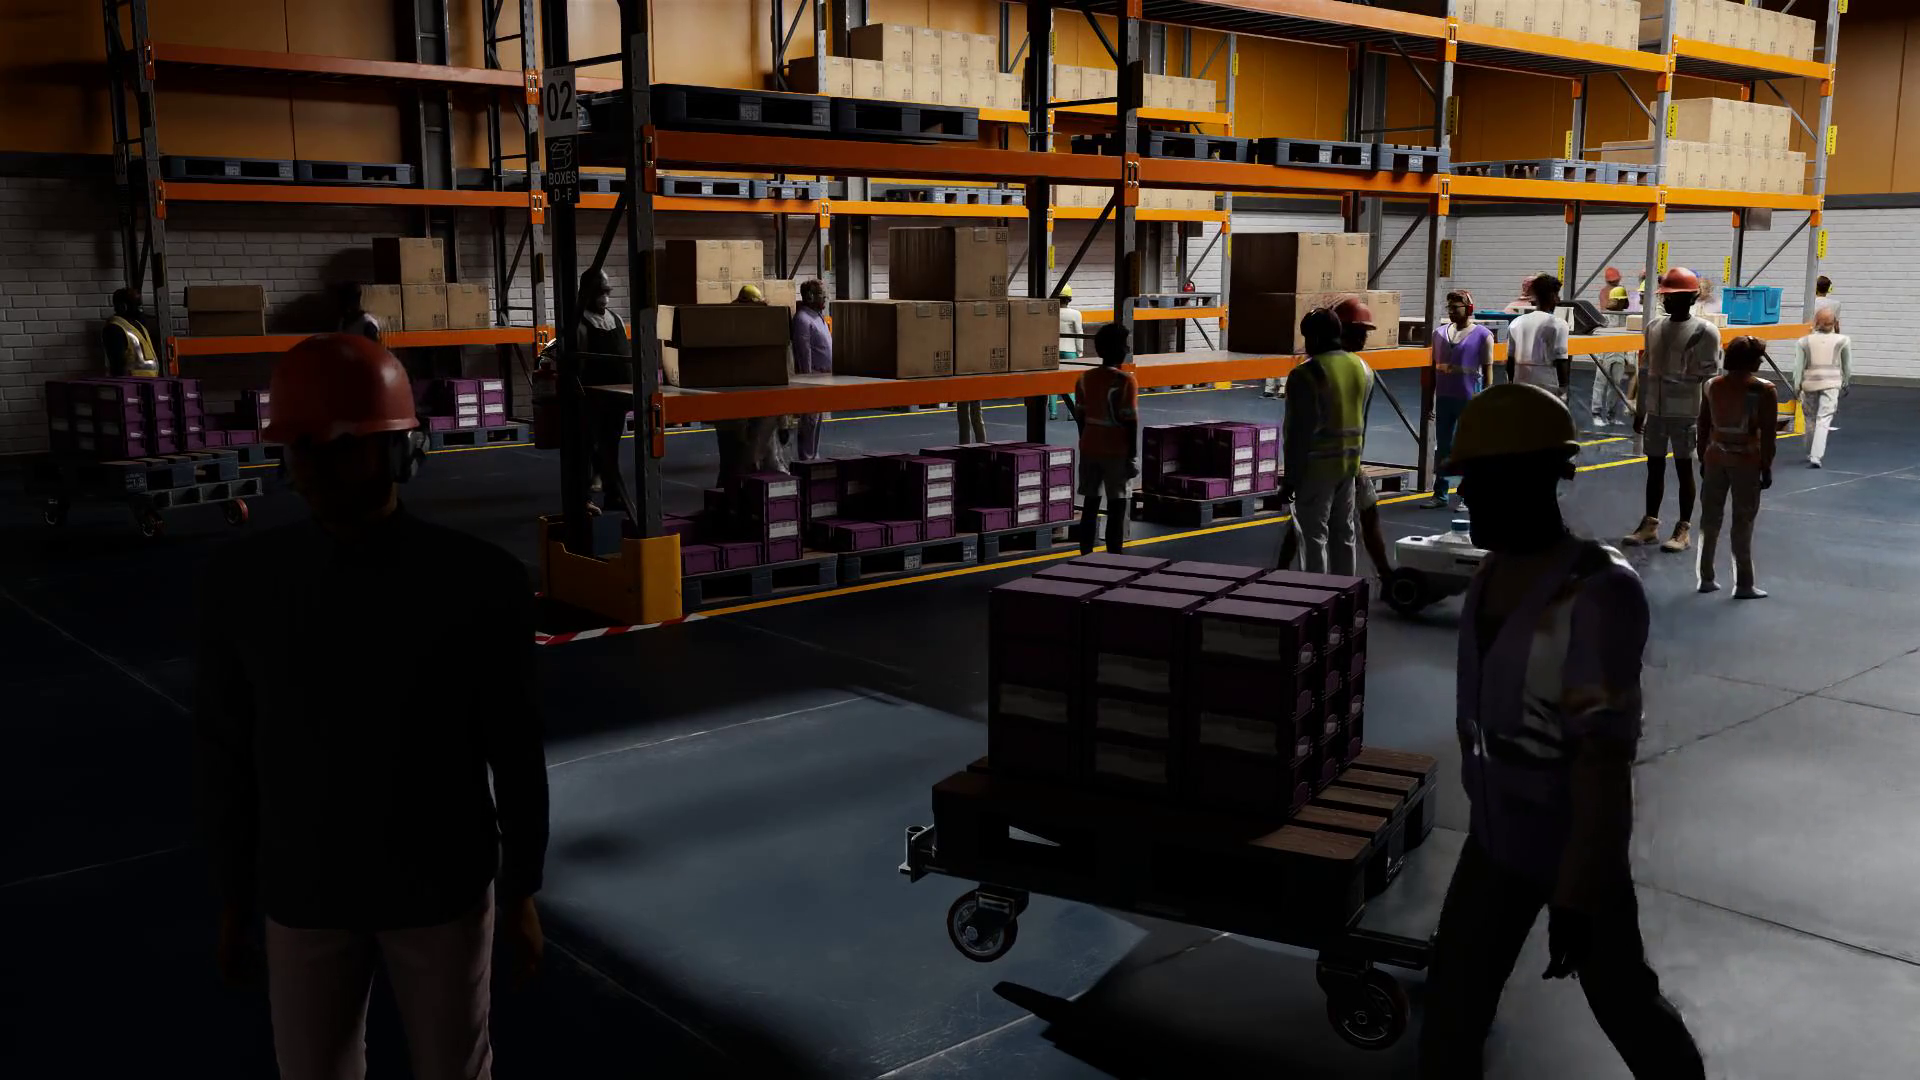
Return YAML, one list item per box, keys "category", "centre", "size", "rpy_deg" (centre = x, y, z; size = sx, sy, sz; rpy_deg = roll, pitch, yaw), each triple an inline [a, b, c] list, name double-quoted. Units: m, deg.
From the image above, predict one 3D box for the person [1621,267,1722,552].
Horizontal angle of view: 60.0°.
- category: "person"
  centre: [5.131, -0.934, 11.996]
  size: [0.386, 2.045, 0.605]
  rpy_deg: [-6, 11, -30]

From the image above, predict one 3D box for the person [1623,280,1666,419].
- category: "person"
  centre: [8.961, -2.492, 21.735]
  size: [0.404, 1.835, 0.586]
  rpy_deg: [0, 10, 2]

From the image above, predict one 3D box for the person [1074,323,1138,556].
- category: "person"
  centre: [0.954, -0.545, 10.735]
  size: [0.321, 1.696, 0.537]
  rpy_deg: [-8, 12, -38]

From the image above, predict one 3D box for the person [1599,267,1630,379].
- category: "person"
  centre: [11.190, -3.702, 28.518]
  size: [0.647, 1.937, 0.576]
  rpy_deg: [-4, 11, -23]

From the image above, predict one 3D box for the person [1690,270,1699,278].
- category: "person"
  centre: [10.585, -2.971, 24.302]
  size: [0.777, 1.918, 0.629]
  rpy_deg: [2, 10, 13]

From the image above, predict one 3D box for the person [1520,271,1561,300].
- category: "person"
  centre: [7.103, -2.328, 20.470]
  size: [0.628, 1.940, 0.373]
  rpy_deg: [3, 10, 15]

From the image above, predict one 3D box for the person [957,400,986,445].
- category: "person"
  centre: [0.073, -1.523, 15.955]
  size: [0.326, 1.872, 0.518]
  rpy_deg: [-8, 12, -38]

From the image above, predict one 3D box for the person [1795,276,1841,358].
- category: "person"
  centre: [11.312, -2.543, 21.944]
  size: [0.532, 1.865, 0.310]
  rpy_deg: [2, 10, 9]

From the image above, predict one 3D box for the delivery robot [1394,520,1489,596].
- category: "delivery robot"
  centre: [2.964, 0.123, 9.888]
  size: [0.707, 0.478, 0.477]
  rpy_deg: [7, 12, 34]

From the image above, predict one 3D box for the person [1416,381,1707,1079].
- category: "person"
  centre: [1.266, 0.610, 3.472]
  size: [0.988, 1.873, 0.674]
  rpy_deg: [-3, 10, -17]

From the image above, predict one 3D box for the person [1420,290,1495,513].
- category: "person"
  centre: [4.153, -1.149, 13.840]
  size: [0.372, 1.843, 0.571]
  rpy_deg: [-8, 13, -41]

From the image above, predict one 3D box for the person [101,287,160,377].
- category: "person"
  centre: [-7.524, -1.373, 15.159]
  size: [0.429, 1.842, 0.637]
  rpy_deg: [-1, 10, -8]

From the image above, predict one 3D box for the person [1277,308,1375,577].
- category: "person"
  centre: [2.014, -0.371, 9.315]
  size: [0.621, 1.837, 0.429]
  rpy_deg: [-7, 12, -37]

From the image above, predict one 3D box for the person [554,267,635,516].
- category: "person"
  centre: [-2.958, -1.229, 13.737]
  size: [0.538, 2.000, 0.684]
  rpy_deg: [7, 12, 34]

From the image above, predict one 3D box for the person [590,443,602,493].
- category: "person"
  centre: [-3.302, -1.257, 15.039]
  size: [0.342, 1.667, 0.656]
  rpy_deg: [0, 10, 3]

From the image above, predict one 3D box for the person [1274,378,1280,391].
- category: "person"
  centre: [5.003, -3.276, 26.115]
  size: [0.633, 1.912, 0.463]
  rpy_deg: [6, 12, 33]

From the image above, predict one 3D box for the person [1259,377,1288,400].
- category: "person"
  centre: [4.675, -2.989, 24.692]
  size: [0.404, 1.824, 0.586]
  rpy_deg: [-9, 13, -41]

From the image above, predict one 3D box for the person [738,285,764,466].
- category: "person"
  centre: [-2.115, -1.660, 16.866]
  size: [0.404, 1.832, 0.599]
  rpy_deg: [-3, 10, -16]

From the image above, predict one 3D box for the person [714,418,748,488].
- category: "person"
  centre: [-1.673, -0.785, 12.329]
  size: [0.276, 1.631, 0.507]
  rpy_deg: [-4, 10, -21]

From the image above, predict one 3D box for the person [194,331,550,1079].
- category: "person"
  centre: [-1.055, 0.626, 3.008]
  size: [0.613, 1.995, 0.390]
  rpy_deg: [0, 10, -2]

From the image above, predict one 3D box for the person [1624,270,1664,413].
- category: "person"
  centre: [9.170, -2.657, 22.232]
  size: [0.538, 1.993, 0.666]
  rpy_deg: [0, 10, 0]

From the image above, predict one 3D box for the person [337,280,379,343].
- category: "person"
  centre: [-5.569, -1.441, 15.397]
  size: [0.447, 1.904, 0.590]
  rpy_deg: [-9, 13, -41]

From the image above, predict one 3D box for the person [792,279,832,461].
- category: "person"
  centre: [-1.361, -1.485, 15.614]
  size: [0.407, 1.913, 0.641]
  rpy_deg: [1, 10, 7]

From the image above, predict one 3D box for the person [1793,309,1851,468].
- category: "person"
  centre: [8.727, -1.540, 16.868]
  size: [0.506, 1.596, 0.878]
  rpy_deg: [7, 12, 34]

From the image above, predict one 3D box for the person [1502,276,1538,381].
- category: "person"
  centre: [6.426, -2.024, 18.827]
  size: [0.402, 1.899, 0.636]
  rpy_deg: [-6, 11, -32]

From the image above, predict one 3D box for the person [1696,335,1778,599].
- category: "person"
  centre: [4.833, -0.455, 10.384]
  size: [0.315, 1.636, 0.514]
  rpy_deg: [-6, 11, -31]

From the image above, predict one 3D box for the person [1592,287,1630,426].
- category: "person"
  centre: [8.189, -2.294, 20.839]
  size: [0.483, 1.745, 0.304]
  rpy_deg: [-4, 10, -20]

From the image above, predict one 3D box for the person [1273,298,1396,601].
- category: "person"
  centre: [2.346, -0.538, 10.190]
  size: [0.979, 1.867, 0.557]
  rpy_deg: [-4, 10, -20]

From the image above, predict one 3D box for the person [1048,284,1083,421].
- category: "person"
  centre: [1.345, -2.423, 21.519]
  size: [0.533, 1.772, 0.296]
  rpy_deg: [4, 11, 24]

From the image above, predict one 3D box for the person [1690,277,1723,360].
- category: "person"
  centre: [9.807, -2.562, 22.140]
  size: [0.657, 1.847, 1.041]
  rpy_deg: [3, 10, 18]

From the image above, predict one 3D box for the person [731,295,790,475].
- category: "person"
  centre: [-1.442, -0.928, 12.586]
  size: [0.906, 1.847, 0.584]
  rpy_deg: [-6, 11, -32]

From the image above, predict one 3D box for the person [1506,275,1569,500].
- category: "person"
  centre: [5.051, -1.326, 14.527]
  size: [0.366, 1.962, 0.614]
  rpy_deg: [-6, 11, -32]
